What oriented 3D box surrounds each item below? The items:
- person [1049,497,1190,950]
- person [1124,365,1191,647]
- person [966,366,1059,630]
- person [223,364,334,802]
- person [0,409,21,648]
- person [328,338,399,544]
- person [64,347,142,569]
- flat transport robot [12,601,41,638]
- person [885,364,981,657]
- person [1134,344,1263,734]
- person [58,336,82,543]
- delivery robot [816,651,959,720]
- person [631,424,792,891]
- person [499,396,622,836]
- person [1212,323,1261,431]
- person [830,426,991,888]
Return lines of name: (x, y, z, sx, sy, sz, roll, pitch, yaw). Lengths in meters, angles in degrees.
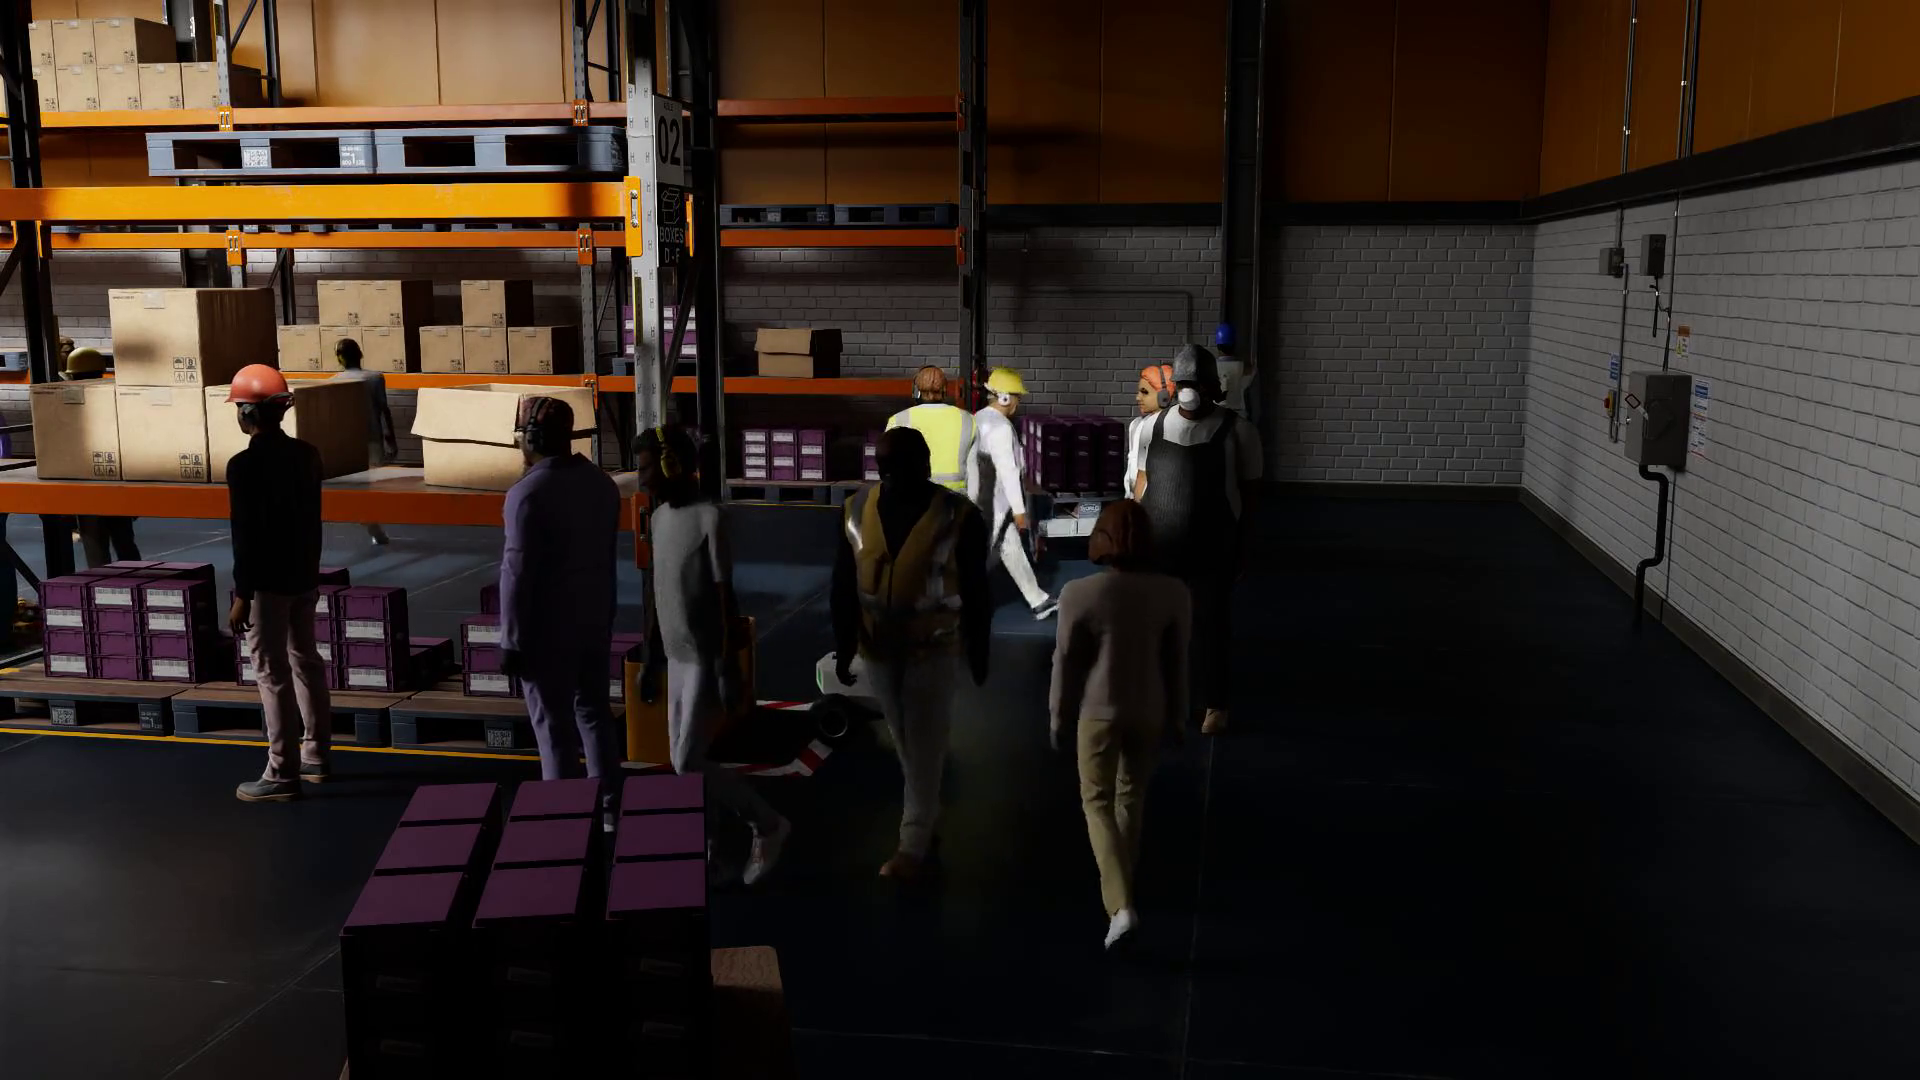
person: (0.588, 0.645, 6.038, 0.513, 1.608, 0.776, -2, 9, -12)
person: (1.151, -0.069, 9.599, 0.362, 1.883, 0.575, -6, 11, -35)
person: (0.313, -0.275, 11.215, 0.936, 1.772, 0.607, -2, 9, -12)
person: (-3.137, 0.195, 7.613, 0.385, 1.993, 0.624, 2, 9, 11)
person: (-6.232, -0.220, 10.649, 0.389, 1.846, 0.566, -3, 10, -19)
person: (-5.239, -0.850, 14.598, 0.570, 1.830, 0.489, -1, 9, -3)
person: (-5.618, -0.292, 10.849, 0.388, 1.926, 0.590, 4, 10, 24)
flat transport robot: (-6.792, 0.511, 10.990, 1.431, 0.197, 0.652, 3, 10, 18)
person: (-0.189, -0.166, 10.331, 0.636, 1.842, 0.429, -4, 10, -21)
person: (1.203, -0.004, 8.707, 0.676, 2.000, 0.536, 4, 10, 25)
person: (-7.993, -0.903, 14.891, 0.331, 1.844, 0.519, -1, 9, -5)
delivery robot: (-0.367, 0.715, 8.555, 0.707, 0.478, 0.477, 2, 9, 10)
person: (-0.994, 0.468, 6.424, 0.447, 1.836, 0.545, -7, 12, -38)
person: (-1.681, 0.352, 6.945, 0.398, 1.901, 0.646, 4, 10, 25)
person: (2.400, -0.973, 14.997, 0.605, 1.951, 0.380, 1, 9, 7)
person: (-0.235, 0.452, 6.633, 0.623, 1.794, 0.913, 3, 10, 20)
